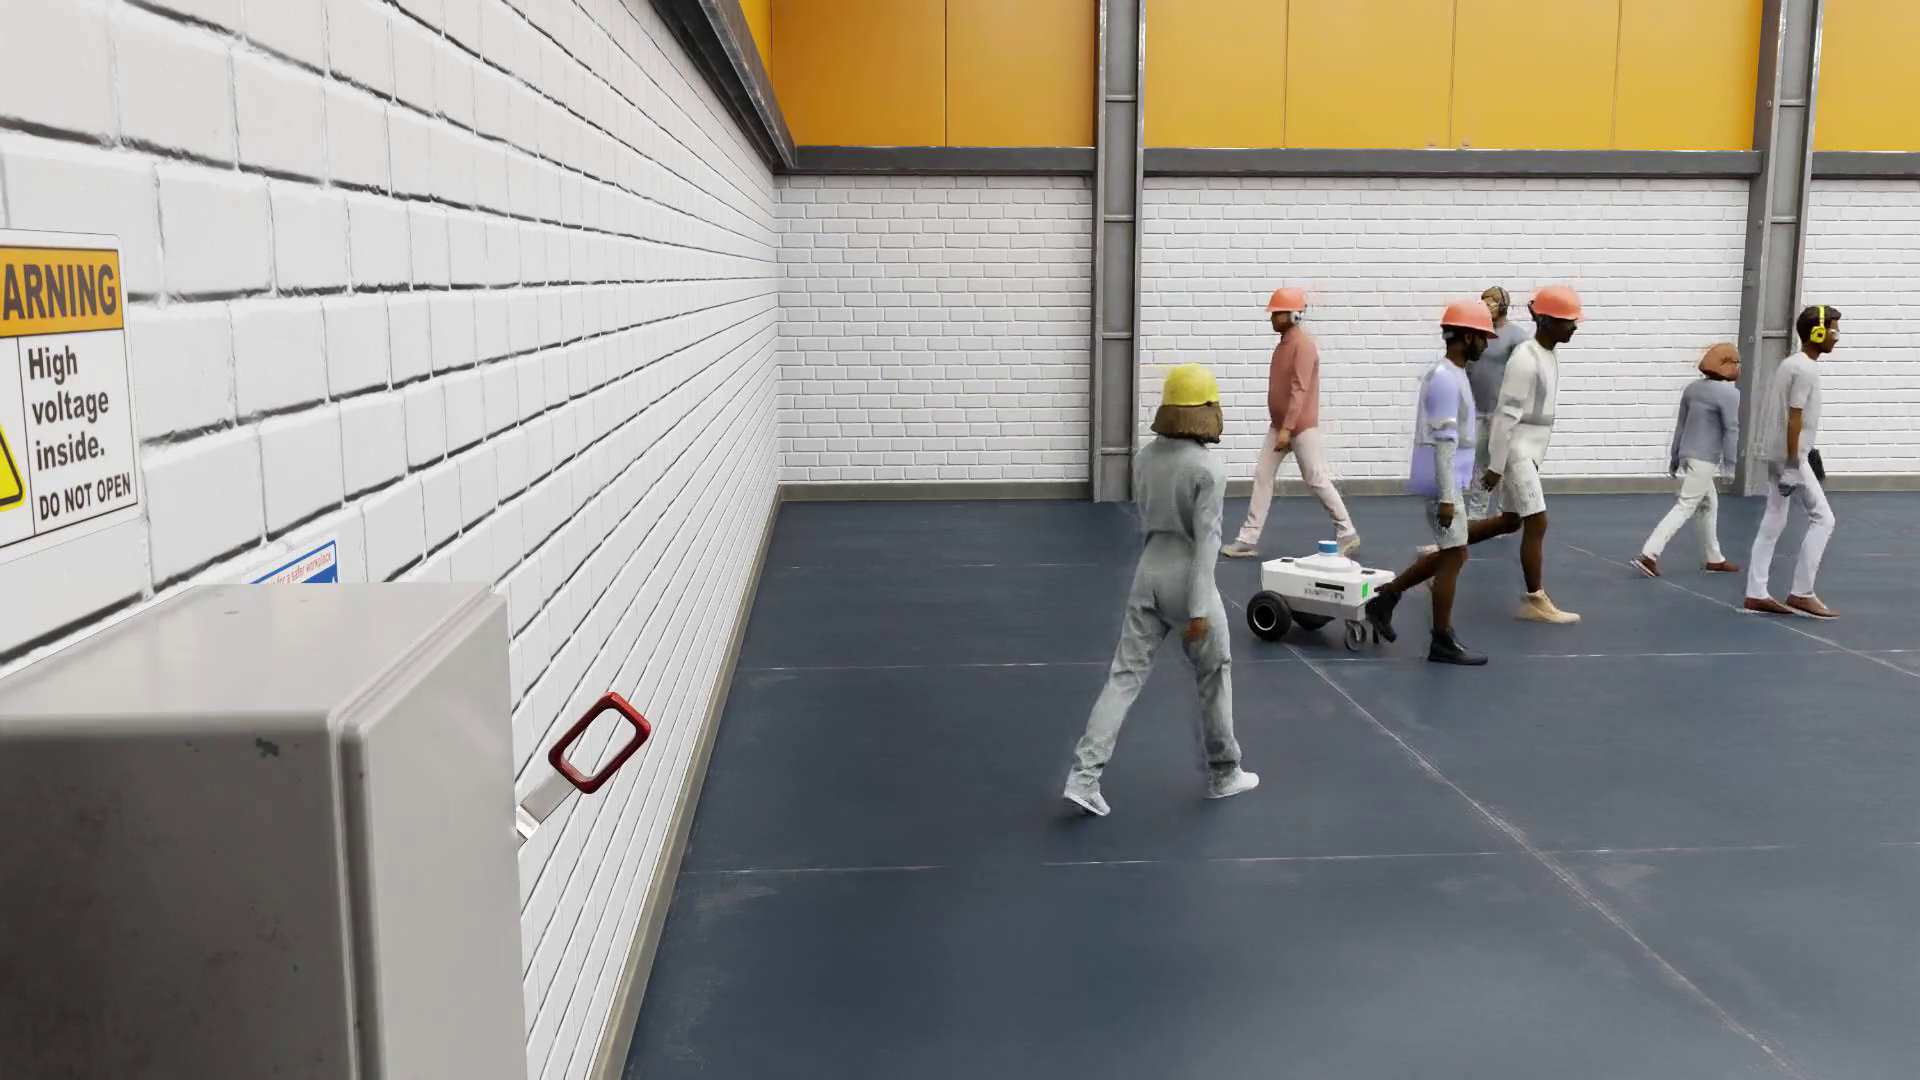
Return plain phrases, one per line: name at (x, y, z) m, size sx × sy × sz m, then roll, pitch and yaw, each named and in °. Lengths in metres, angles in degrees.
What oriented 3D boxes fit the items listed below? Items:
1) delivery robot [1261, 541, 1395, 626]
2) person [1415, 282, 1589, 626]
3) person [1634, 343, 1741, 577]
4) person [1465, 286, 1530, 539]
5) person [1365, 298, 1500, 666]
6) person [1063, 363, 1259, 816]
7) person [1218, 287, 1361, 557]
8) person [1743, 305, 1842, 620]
delivery robot at (2.021, 0.248, 9.155) m, size 0.707 × 0.478 × 0.477 m, roll 9°, pitch 13°, yaw 44°
person at (3.177, -0.513, 9.751) m, size 0.918 × 1.999 × 0.635 m, roll 6°, pitch 11°, yaw 31°
person at (4.910, -0.530, 11.127) m, size 0.852 × 1.585 × 0.510 m, roll -2°, pitch 9°, yaw -12°
person at (4.112, -0.980, 12.834) m, size 0.377 × 1.940 × 0.629 m, roll -4°, pitch 10°, yaw -25°
person at (2.457, -0.303, 8.663) m, size 0.607 × 1.912 × 0.567 m, roll 3°, pitch 10°, yaw 20°
person at (0.769, 0.188, 6.241) m, size 0.918 × 1.703 × 0.487 m, roll -8°, pitch 12°, yaw -41°
person at (2.414, -0.832, 11.918) m, size 1.038 × 1.952 × 0.623 m, roll -2°, pitch 9°, yaw -15°
person at (4.998, -0.452, 9.817) m, size 0.650 × 1.840 × 0.504 m, roll 2°, pitch 9°, yaw 11°
